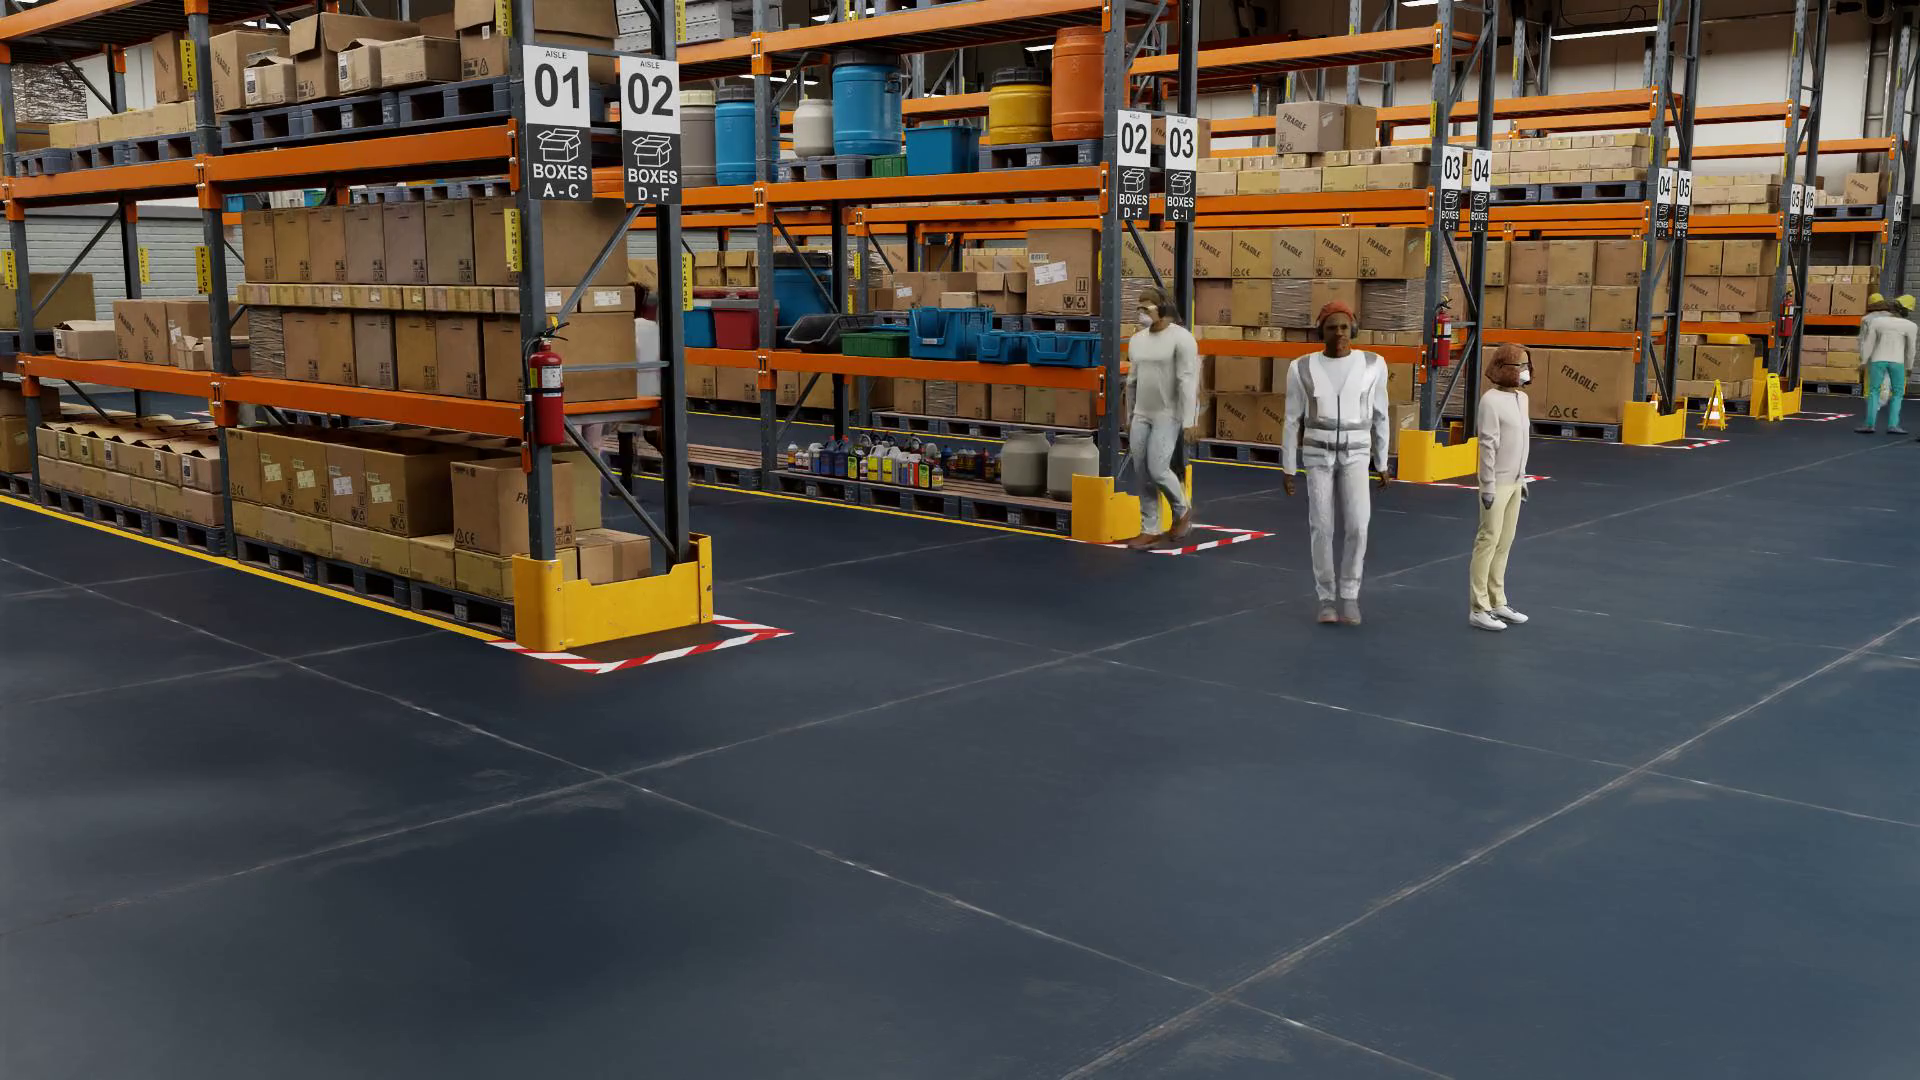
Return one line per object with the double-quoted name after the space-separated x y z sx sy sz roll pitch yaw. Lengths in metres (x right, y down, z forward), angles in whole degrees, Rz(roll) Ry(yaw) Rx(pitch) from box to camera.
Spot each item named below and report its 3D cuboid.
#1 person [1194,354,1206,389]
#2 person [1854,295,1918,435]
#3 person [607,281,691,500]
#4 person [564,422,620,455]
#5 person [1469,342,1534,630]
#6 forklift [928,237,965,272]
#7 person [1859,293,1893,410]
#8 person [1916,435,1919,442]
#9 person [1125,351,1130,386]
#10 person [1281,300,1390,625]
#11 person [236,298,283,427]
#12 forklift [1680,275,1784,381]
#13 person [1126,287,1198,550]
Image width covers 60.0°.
2.907 -2.305 21.239 0.528 1.841 0.634 5 10 26 "person"
11.570 -2.188 20.778 0.626 1.729 0.309 7 11 35 "person"
-2.799 -1.311 14.727 0.817 1.946 0.614 6 11 33 "person"
-3.011 -1.034 12.960 0.646 1.955 0.841 -5 10 -28 "person"
3.124 -0.315 9.557 0.276 1.633 0.507 8 12 41 "person"
-0.326 -5.817 39.609 1.129 2.768 1.873 9 13 43 "forklift"
13.352 -2.730 24.182 0.520 1.700 0.540 4 10 23 "person"
11.789 -2.130 19.787 0.660 1.929 0.618 -4 10 -25 "person"
2.370 -2.495 22.185 0.507 1.874 0.642 -2 9 -11 "person"
2.155 -0.431 9.543 0.621 1.867 0.544 2 9 11 "person"
-6.830 -1.476 16.124 0.617 1.813 0.538 -9 13 -44 "person"
12.480 -3.427 27.053 1.214 2.155 2.313 9 13 43 "forklift"
1.450 -0.876 12.111 0.478 1.913 0.659 -8 12 -40 "person"
